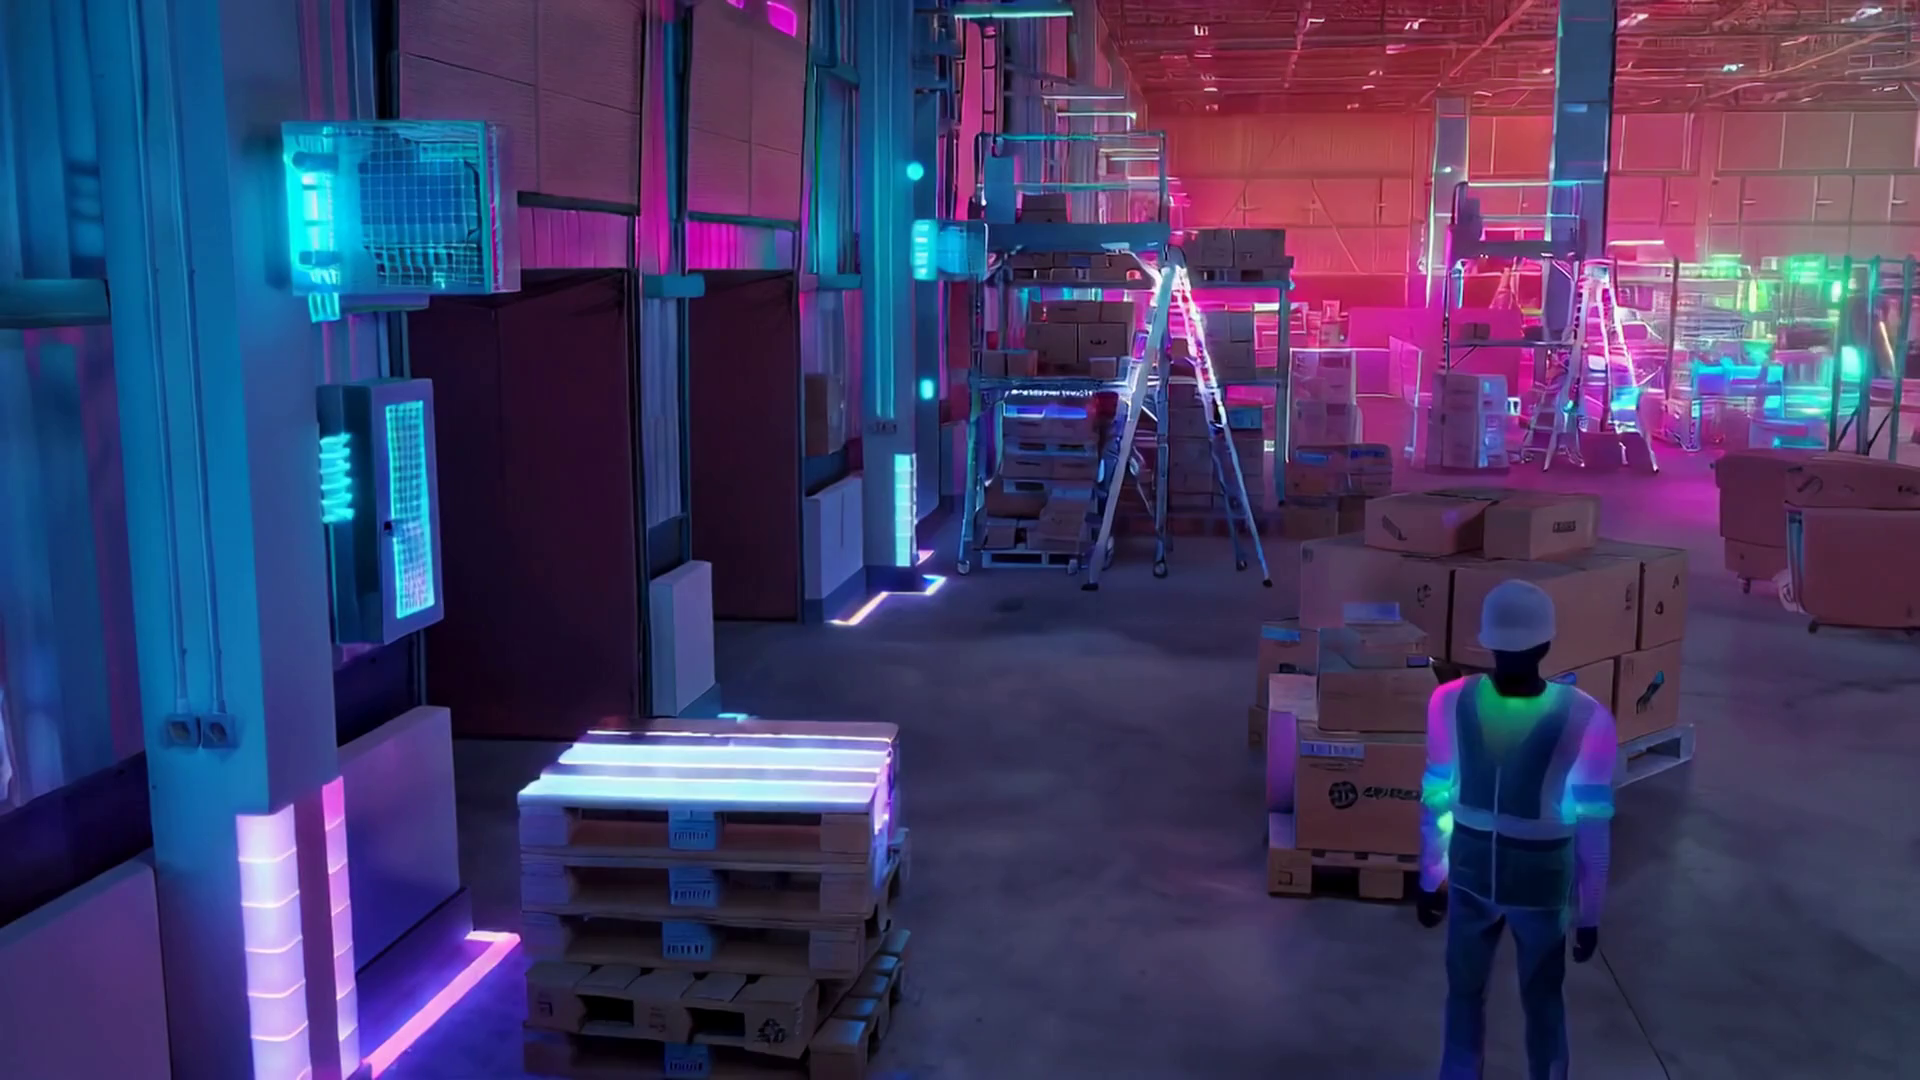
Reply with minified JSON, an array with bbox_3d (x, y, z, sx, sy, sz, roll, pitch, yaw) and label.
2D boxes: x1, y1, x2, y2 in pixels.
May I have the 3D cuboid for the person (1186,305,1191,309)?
[{"bbox_3d":[6.158,-5.358,44.744,0.544,1.930,0.388,-6,11,-31],"label":"person"}]

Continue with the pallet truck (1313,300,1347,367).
[{"bbox_3d":[11.159,-6.200,49.718,0.823,1.965,1.885,4,10,26],"label":"pallet truck"}]

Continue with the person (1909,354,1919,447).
[{"bbox_3d":[15.616,-2.368,26.886,0.319,1.739,0.484,9,13,43],"label":"person"}]

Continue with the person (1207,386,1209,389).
[{"bbox_3d":[5.156,-3.652,35.138,0.313,1.634,0.514,-5,11,-29],"label":"person"}]

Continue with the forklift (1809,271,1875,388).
[{"bbox_3d":[20.703,-4.781,38.250,1.873,2.768,1.129,1,9,9],"label":"forklift"}]

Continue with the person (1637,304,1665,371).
[{"bbox_3d":[19.733,-5.693,46.910,0.959,1.904,0.643,4,10,26],"label":"person"}]

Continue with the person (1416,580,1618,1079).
[{"bbox_3d":[1.706,1.064,5.172,0.591,1.918,0.395,7,12,39],"label":"person"}]

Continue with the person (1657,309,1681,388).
[{"bbox_3d":[17.192,-4.639,40.334,0.565,1.916,0.510,7,12,38],"label":"person"}]
